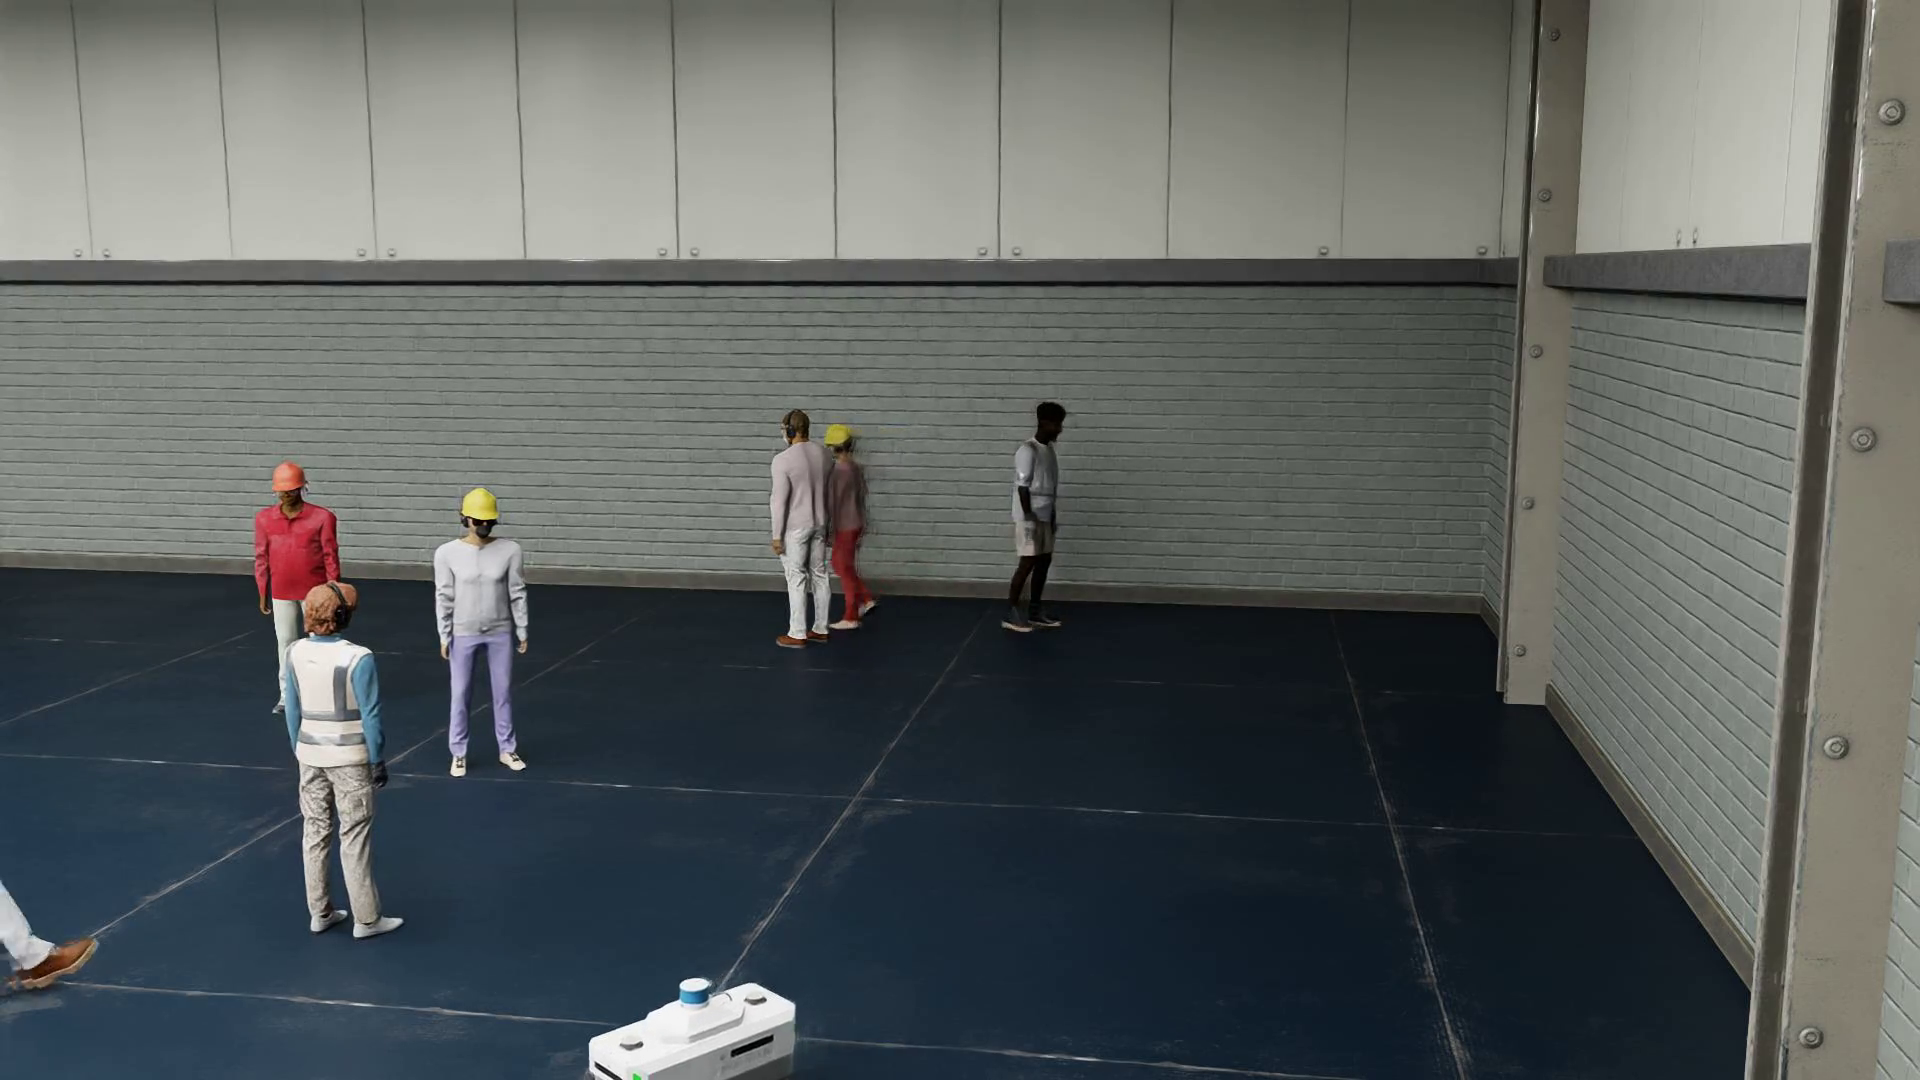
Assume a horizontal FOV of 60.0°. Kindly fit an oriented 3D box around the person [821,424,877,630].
[{"bbox_3d":[-0.991,-0.101,14.008,0.376,1.750,0.518,2,9,10],"label":"person"}]

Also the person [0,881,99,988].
[{"bbox_3d":[-4.184,1.010,6.893,0.996,1.829,0.605,-3,10,-17],"label":"person"}]

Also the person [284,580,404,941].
[{"bbox_3d":[-2.827,1.001,7.551,0.514,1.642,0.314,4,10,22],"label":"person"}]

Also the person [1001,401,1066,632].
[{"bbox_3d":[0.649,-0.204,14.040,0.513,1.945,0.667,5,10,26],"label":"person"}]

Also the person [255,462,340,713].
[{"bbox_3d":[-4.534,0.331,11.378,0.568,1.744,0.359,-1,9,-4],"label":"person"}]

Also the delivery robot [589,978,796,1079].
[{"bbox_3d":[-0.921,1.778,5.812,0.707,0.478,0.477,-9,13,-42],"label":"delivery robot"}]

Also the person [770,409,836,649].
[{"bbox_3d":[-1.271,-0.085,13.382,0.376,1.930,0.632,8,12,42],"label":"person"}]

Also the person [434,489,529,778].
[{"bbox_3d":[-2.852,0.557,9.962,0.537,1.756,0.381,-4,10,-24],"label":"person"}]
